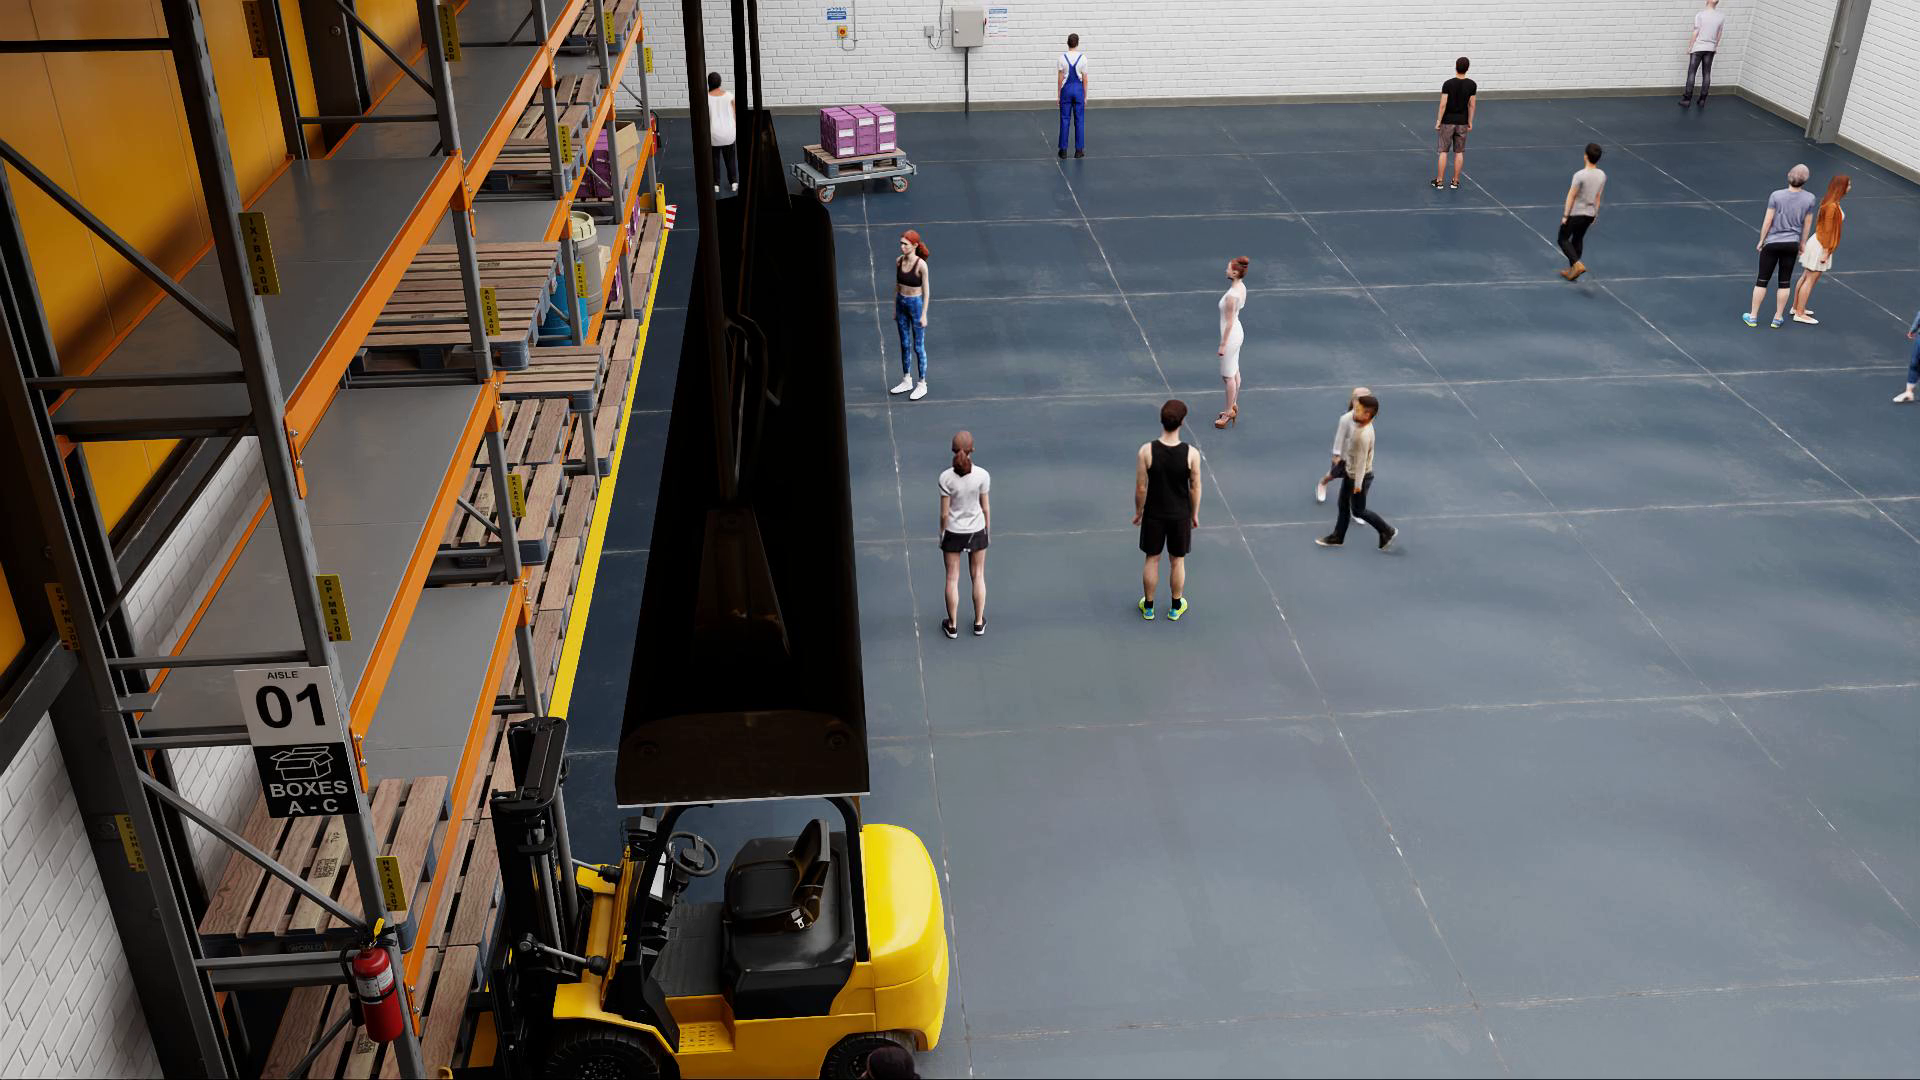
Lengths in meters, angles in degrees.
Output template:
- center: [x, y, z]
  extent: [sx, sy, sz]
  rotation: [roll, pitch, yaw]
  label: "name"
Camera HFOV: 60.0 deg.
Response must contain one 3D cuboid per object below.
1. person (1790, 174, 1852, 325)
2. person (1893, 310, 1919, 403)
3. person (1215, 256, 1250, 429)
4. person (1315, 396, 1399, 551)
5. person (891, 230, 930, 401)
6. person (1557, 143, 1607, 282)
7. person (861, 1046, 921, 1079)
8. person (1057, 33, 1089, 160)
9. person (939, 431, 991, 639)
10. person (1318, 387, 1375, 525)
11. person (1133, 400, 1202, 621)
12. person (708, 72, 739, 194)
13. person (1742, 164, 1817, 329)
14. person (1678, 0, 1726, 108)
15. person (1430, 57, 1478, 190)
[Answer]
- center: [9.904, -3.374, 19.161]
  extent: [0.766, 1.720, 0.626]
  rotation: [8, 30, 14]
  label: "person"
- center: [10.042, -2.109, 17.106]
  extent: [0.708, 1.468, 0.713]
  rotation: [-10, 30, -17]
  label: "person"
- center: [2.700, -1.969, 16.508]
  extent: [0.696, 1.793, 0.560]
  rotation: [11, 30, 19]
  label: "person"
- center: [3.484, -0.550, 14.271]
  extent: [0.701, 1.445, 0.867]
  rotation: [2, 29, 3]
  label: "person"
- center: [-0.506, -2.333, 17.184]
  extent: [0.687, 1.785, 0.743]
  rotation: [20, 35, 32]
  label: "person"
- center: [7.571, -3.935, 20.201]
  extent: [0.709, 1.709, 0.865]
  rotation: [-8, 30, -14]
  label: "person"
- center: [-0.283, 2.952, 7.523]
  extent: [0.750, 1.760, 0.573]
  rotation: [-5, 29, -9]
  label: "person"
- center: [1.692, -6.726, 25.170]
  extent: [0.658, 1.850, 0.615]
  rotation: [2, 29, 4]
  label: "person"
- center: [0.032, -0.041, 13.017]
  extent: [0.565, 1.752, 0.568]
  rotation: [-4, 29, -7]
  label: "person"
- center: [3.490, -0.810, 14.960]
  extent: [0.579, 1.241, 0.941]
  rotation: [-5, 29, -9]
  label: "person"
- center: [1.642, -0.222, 13.203]
  extent: [0.726, 1.892, 0.660]
  rotation: [4, 29, 7]
  label: "person"
- center: [-3.428, -5.814, 23.668]
  extent: [0.677, 1.687, 0.638]
  rotation: [-6, 29, -11]
  label: "person"
- center: [9.355, -3.346, 18.933]
  extent: [0.730, 1.889, 0.711]
  rotation: [8, 30, 14]
  label: "person"
- center: [12.489, -8.238, 27.961]
  extent: [0.665, 1.831, 0.565]
  rotation: [-1, 29, -2]
  label: "person"
- center: [7.063, -5.963, 23.758]
  extent: [0.704, 1.862, 0.618]
  rotation: [1, 29, 2]
  label: "person"
